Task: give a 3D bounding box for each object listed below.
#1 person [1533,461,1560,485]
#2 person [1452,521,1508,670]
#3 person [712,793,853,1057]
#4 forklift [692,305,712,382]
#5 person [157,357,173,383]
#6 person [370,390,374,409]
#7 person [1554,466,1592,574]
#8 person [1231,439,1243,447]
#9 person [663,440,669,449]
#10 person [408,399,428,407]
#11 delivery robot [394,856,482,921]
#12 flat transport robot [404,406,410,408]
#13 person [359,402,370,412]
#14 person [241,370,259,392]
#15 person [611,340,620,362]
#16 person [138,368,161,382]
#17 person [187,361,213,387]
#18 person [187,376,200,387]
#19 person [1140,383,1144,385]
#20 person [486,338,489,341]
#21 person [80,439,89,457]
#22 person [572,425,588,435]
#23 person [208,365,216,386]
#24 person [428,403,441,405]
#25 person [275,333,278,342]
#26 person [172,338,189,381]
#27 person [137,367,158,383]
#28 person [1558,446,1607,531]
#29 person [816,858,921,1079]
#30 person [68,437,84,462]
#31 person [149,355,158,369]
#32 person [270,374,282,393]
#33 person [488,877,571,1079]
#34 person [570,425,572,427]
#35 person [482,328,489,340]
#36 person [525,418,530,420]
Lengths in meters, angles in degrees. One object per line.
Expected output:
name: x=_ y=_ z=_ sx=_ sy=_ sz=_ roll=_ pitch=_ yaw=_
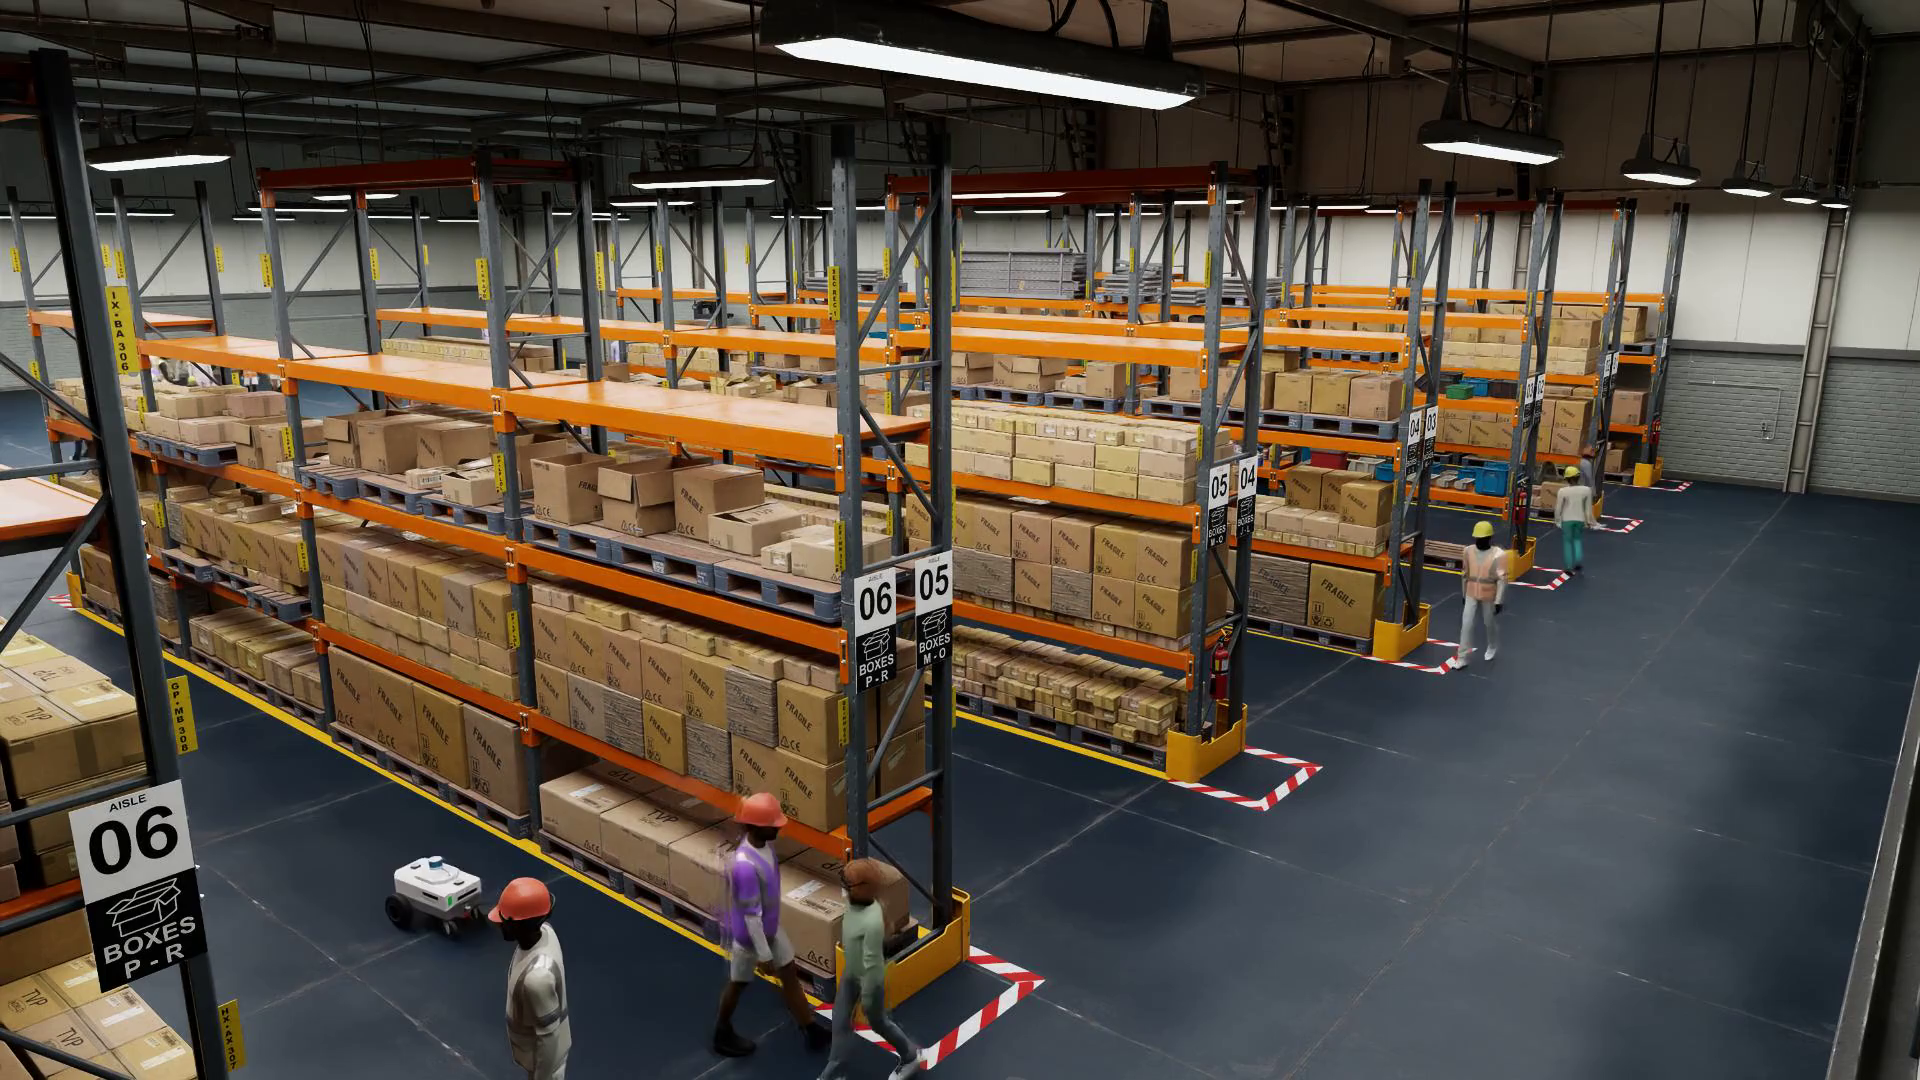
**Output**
person: x=11.921 y=-1.615 z=25.485 sx=0.990 sy=1.830 sz=0.551 roll=11 pitch=17 yaw=37
person: x=6.635 y=0.665 z=15.964 sx=0.597 sy=1.890 sz=0.950 roll=13 pitch=19 yaw=42
person: x=-1.225 y=2.542 z=8.230 sx=0.985 sy=1.883 sz=0.575 roll=2 pitch=14 yaw=9
forklift: x=-9.511 y=-7.392 z=47.124 sx=1.873 sy=2.768 sz=1.129 roll=11 pitch=17 yaw=38
person: x=-25.017 y=-5.056 z=39.684 sx=0.432 sy=1.806 sz=0.722 roll=-10 pitch=17 yaw=-34
person: x=-15.992 y=-3.934 z=34.879 sx=0.538 sy=1.894 sz=0.656 roll=9 pitch=16 yaw=32
person: x=9.851 y=-0.319 z=20.285 sx=0.552 sy=1.742 sz=0.424 roll=2 pitch=14 yaw=7
person: x=5.695 y=-1.635 z=25.706 sx=0.539 sy=1.754 sz=0.396 roll=-12 pitch=18 yaw=-41
person: x=-5.375 y=-1.191 z=23.724 sx=0.914 sy=1.837 sz=0.504 roll=12 pitch=18 yaw=40
person: x=-14.002 y=-3.437 z=32.627 sx=0.611 sy=1.986 sz=0.393 roll=6 pitch=15 yaw=23
delivery robot: x=-4.153 y=2.757 z=10.024 sx=0.707 sy=0.478 sz=0.477 roll=8 pitch=16 yaw=29
flat transport robot: x=-16.682 y=-3.987 z=38.556 sx=0.652 sy=0.197 sz=1.431 roll=0 pitch=14 yaw=2
person: x=-12.745 y=-2.030 z=27.079 sx=0.598 sy=1.868 sz=0.426 roll=0 pitch=14 yaw=0
person: x=-23.140 y=-5.339 z=41.058 sx=0.548 sy=1.685 sz=0.449 roll=-8 pitch=16 yaw=-30
person: x=-12.208 y=-6.502 z=45.385 sx=0.666 sy=1.907 sz=0.895 roll=-2 pitch=14 yaw=-8
person: x=-23.817 y=-4.392 z=36.928 sx=0.926 sy=1.799 sz=0.598 roll=6 pitch=15 yaw=25
person: x=-23.841 y=-5.078 z=39.547 sx=0.651 sy=1.905 sz=0.403 roll=-11 pitch=18 yaw=-39
person: x=-20.335 y=-3.511 z=33.539 sx=0.491 sy=1.678 sz=0.906 roll=-7 pitch=15 yaw=-26
person: x=4.590 y=-3.335 z=32.194 sx=0.401 sy=1.990 sz=0.622 roll=2 pitch=14 yaw=8
person: x=-17.247 y=-6.859 z=46.711 sx=0.629 sy=1.979 sz=0.986 roll=-1 pitch=14 yaw=-3
person: x=-21.502 y=-2.996 z=30.941 sx=0.452 sy=1.921 sz=0.548 roll=-2 pitch=14 yaw=-9
person: x=-7.966 y=-1.897 z=26.441 sx=0.372 sy=1.915 sz=0.596 roll=-3 pitch=14 yaw=-12
person: x=-25.337 y=-5.742 z=42.261 sx=1.102 sy=1.923 sz=0.620 roll=4 pitch=14 yaw=17
person: x=-16.856 y=-5.252 z=40.282 sx=0.986 sy=1.891 sz=0.621 roll=1 pitch=14 yaw=2
person: x=-25.885 y=-7.060 z=48.014 sx=0.518 sy=1.757 sz=0.340 roll=12 pitch=18 yaw=41
person: x=-29.134 y=-6.776 z=47.138 sx=0.784 sy=1.608 sz=0.508 roll=-6 pitch=15 yaw=-23
person: x=-22.753 y=-4.031 z=35.405 sx=0.619 sy=1.835 sz=0.430 roll=2 pitch=14 yaw=8
person: x=11.518 y=-0.946 z=23.195 sx=0.849 sy=1.575 sz=0.538 roll=5 pitch=14 yaw=19
person: x=-0.600 y=2.752 z=7.976 sx=0.767 sy=1.600 sz=0.509 roll=-7 pitch=15 yaw=-25
person: x=-20.788 y=-2.659 z=29.807 sx=0.967 sy=1.795 sz=0.535 roll=5 pitch=15 yaw=20
person: x=-26.326 y=-5.457 z=41.059 sx=0.565 sy=1.924 sz=0.621 roll=2 pitch=14 yaw=6
person: x=-19.394 y=-4.310 z=36.195 sx=0.793 sy=2.000 sz=0.703 roll=-3 pitch=14 yaw=-11
person: x=-2.319 y=2.786 z=6.899 sx=0.361 sy=2.047 sz=0.614 roll=-5 pitch=15 yaw=-21
person: x=-10.736 y=-3.844 z=35.049 sx=0.513 sy=1.630 sz=0.318 roll=-8 pitch=16 yaw=-29
person: x=-19.868 y=-8.407 z=53.172 sx=0.551 sy=1.936 sz=0.357 roll=0 pitch=14 yaw=0
person: x=-11.807 y=-3.590 z=34.010 sx=0.543 sy=1.622 sz=0.486 roll=-1 pitch=14 yaw=-3
